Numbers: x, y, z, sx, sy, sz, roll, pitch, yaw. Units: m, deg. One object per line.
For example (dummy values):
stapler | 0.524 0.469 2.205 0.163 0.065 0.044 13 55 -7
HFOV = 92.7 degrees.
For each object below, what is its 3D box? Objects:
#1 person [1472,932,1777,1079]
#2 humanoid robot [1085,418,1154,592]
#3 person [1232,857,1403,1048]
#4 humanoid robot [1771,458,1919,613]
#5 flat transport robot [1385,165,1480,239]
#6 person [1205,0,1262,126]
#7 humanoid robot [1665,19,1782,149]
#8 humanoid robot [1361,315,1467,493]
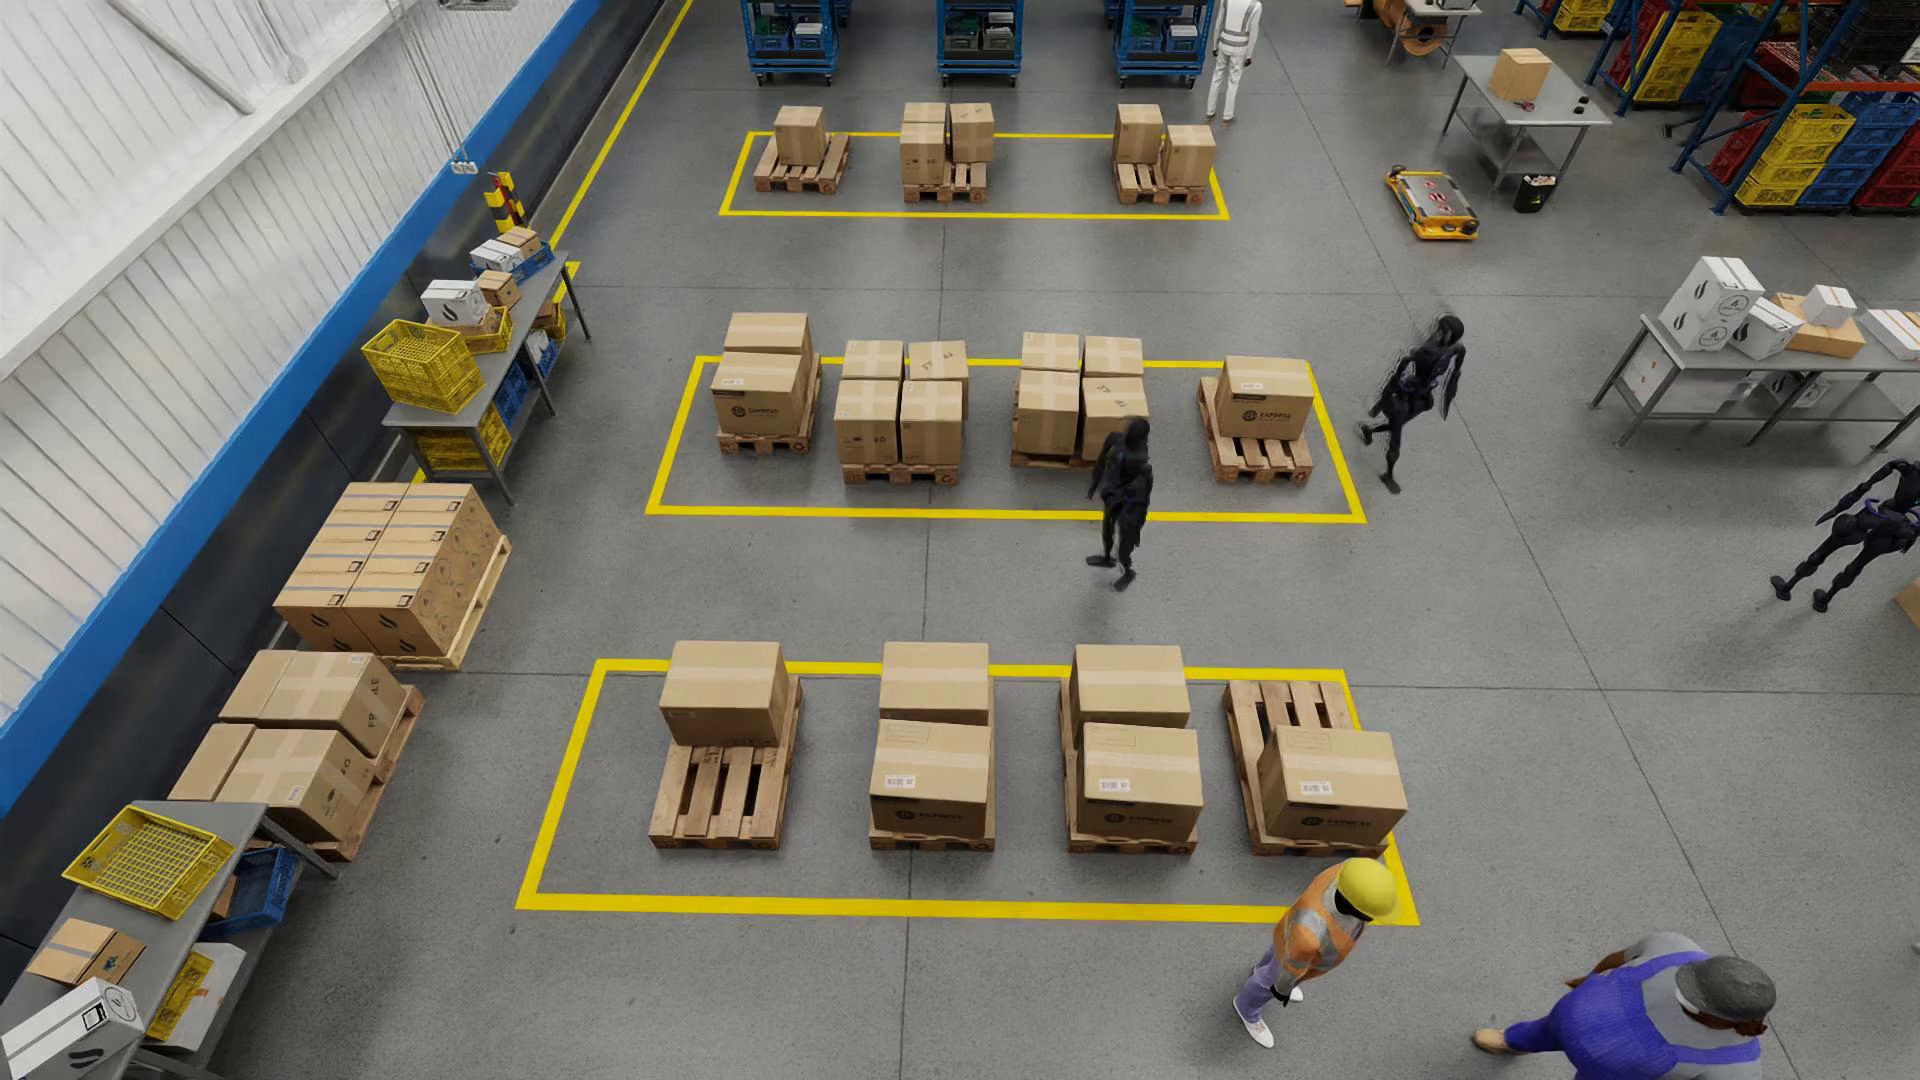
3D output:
person | 3.071 2.367 4.314 0.537 2.000 0.681 -1 49 -1
humanoid robot | 1.209 -0.285 6.845 0.388 1.642 0.641 -21 52 -17
person | 1.776 2.063 4.650 0.357 1.929 0.586 36 58 27
humanoid robot | 6.713 -0.118 6.701 0.572 1.652 0.316 21 52 17
flat transport robot | 5.692 -4.094 11.059 0.652 0.197 1.431 1 49 1
person | 3.584 -6.446 12.046 0.573 1.881 0.357 32 56 24
humanoid robot | 9.665 -5.760 11.600 0.538 1.624 0.604 11 50 9
humanoid robot | 3.797 -1.232 7.713 0.587 1.648 0.784 -10 50 -8
